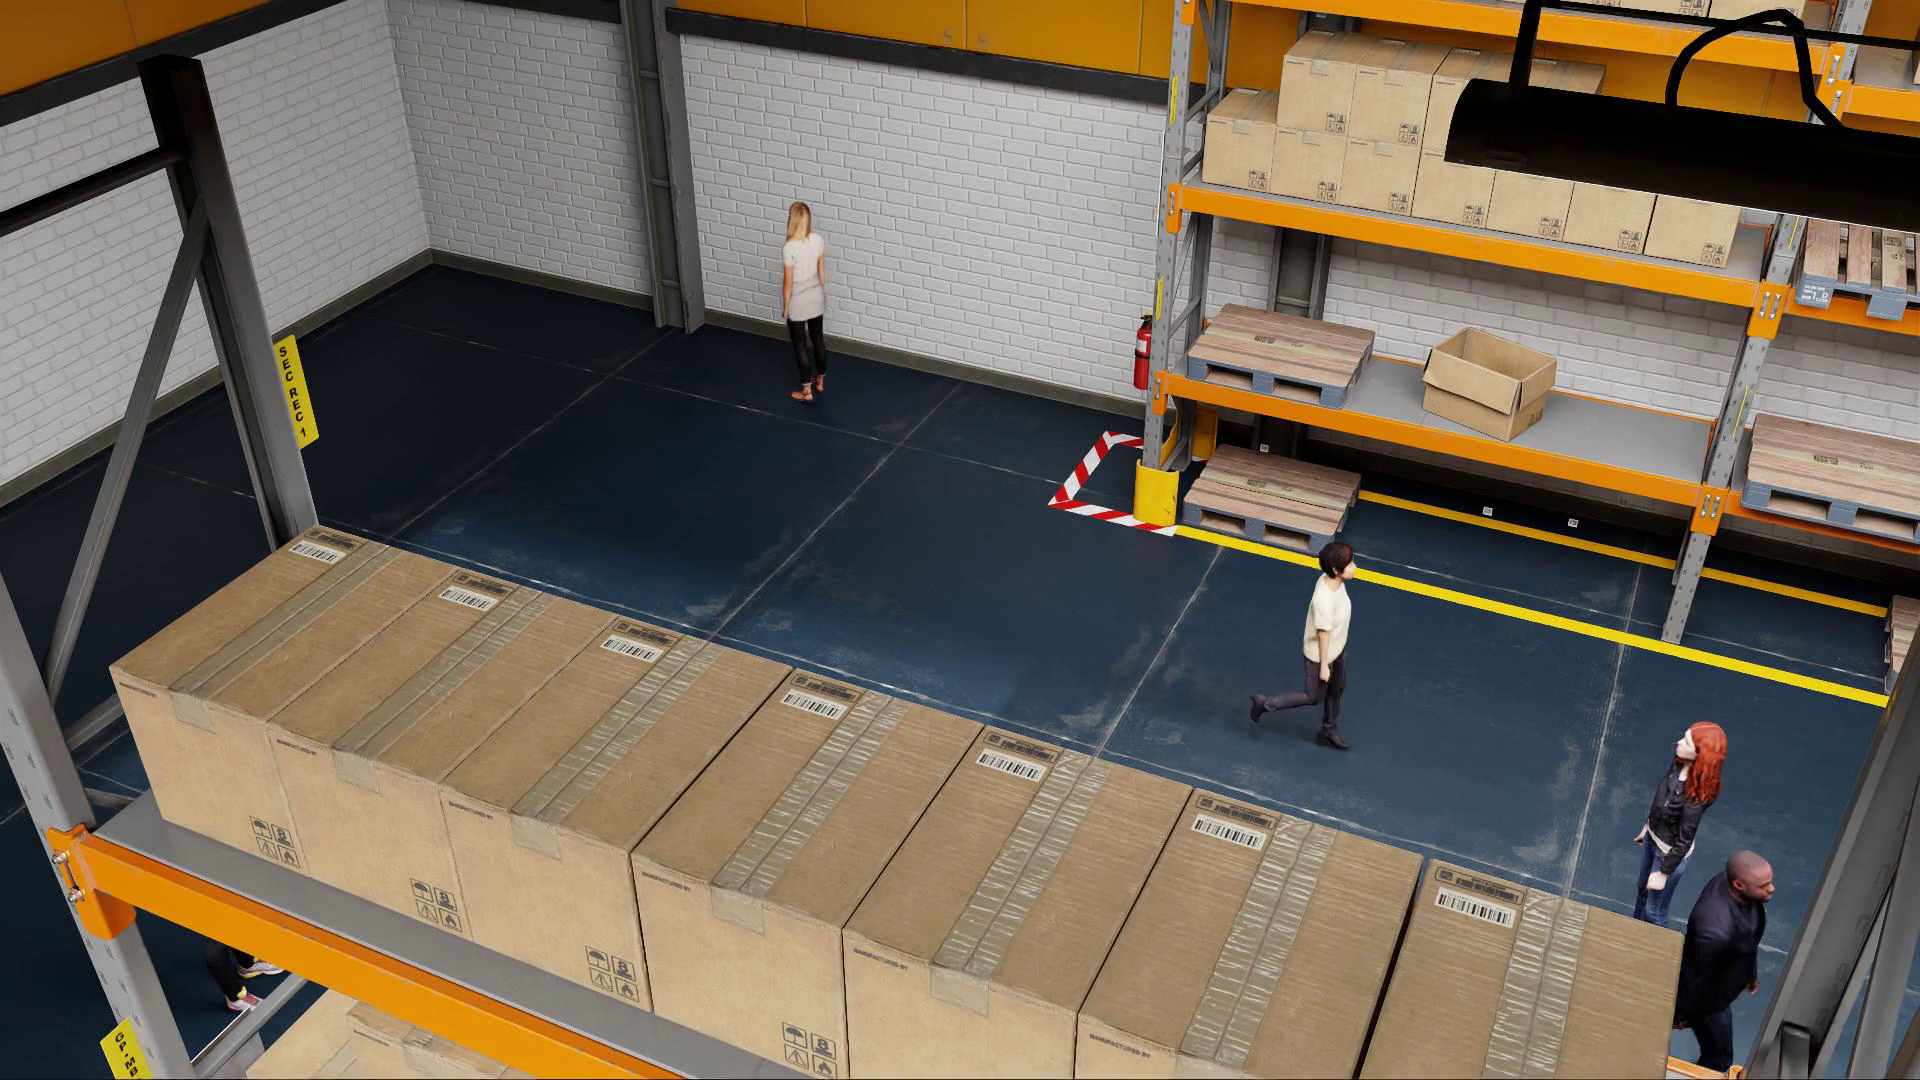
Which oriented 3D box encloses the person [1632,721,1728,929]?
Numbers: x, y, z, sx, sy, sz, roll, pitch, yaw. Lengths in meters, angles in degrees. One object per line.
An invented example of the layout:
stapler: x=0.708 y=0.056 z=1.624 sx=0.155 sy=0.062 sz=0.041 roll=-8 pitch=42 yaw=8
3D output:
person: x=3.796 y=1.679 z=8.959 sx=0.638 sy=1.787 sz=0.636 roll=4 pitch=34 yaw=6

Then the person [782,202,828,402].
person: x=-1.343 y=-2.092 z=14.595 sx=0.693 sy=1.828 sz=0.699 roll=-26 pitch=41 yaw=-33

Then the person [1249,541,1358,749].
person: x=2.257 y=0.702 z=10.629 sx=0.895 sy=1.566 sz=0.581 roll=14 pitch=36 yaw=20
